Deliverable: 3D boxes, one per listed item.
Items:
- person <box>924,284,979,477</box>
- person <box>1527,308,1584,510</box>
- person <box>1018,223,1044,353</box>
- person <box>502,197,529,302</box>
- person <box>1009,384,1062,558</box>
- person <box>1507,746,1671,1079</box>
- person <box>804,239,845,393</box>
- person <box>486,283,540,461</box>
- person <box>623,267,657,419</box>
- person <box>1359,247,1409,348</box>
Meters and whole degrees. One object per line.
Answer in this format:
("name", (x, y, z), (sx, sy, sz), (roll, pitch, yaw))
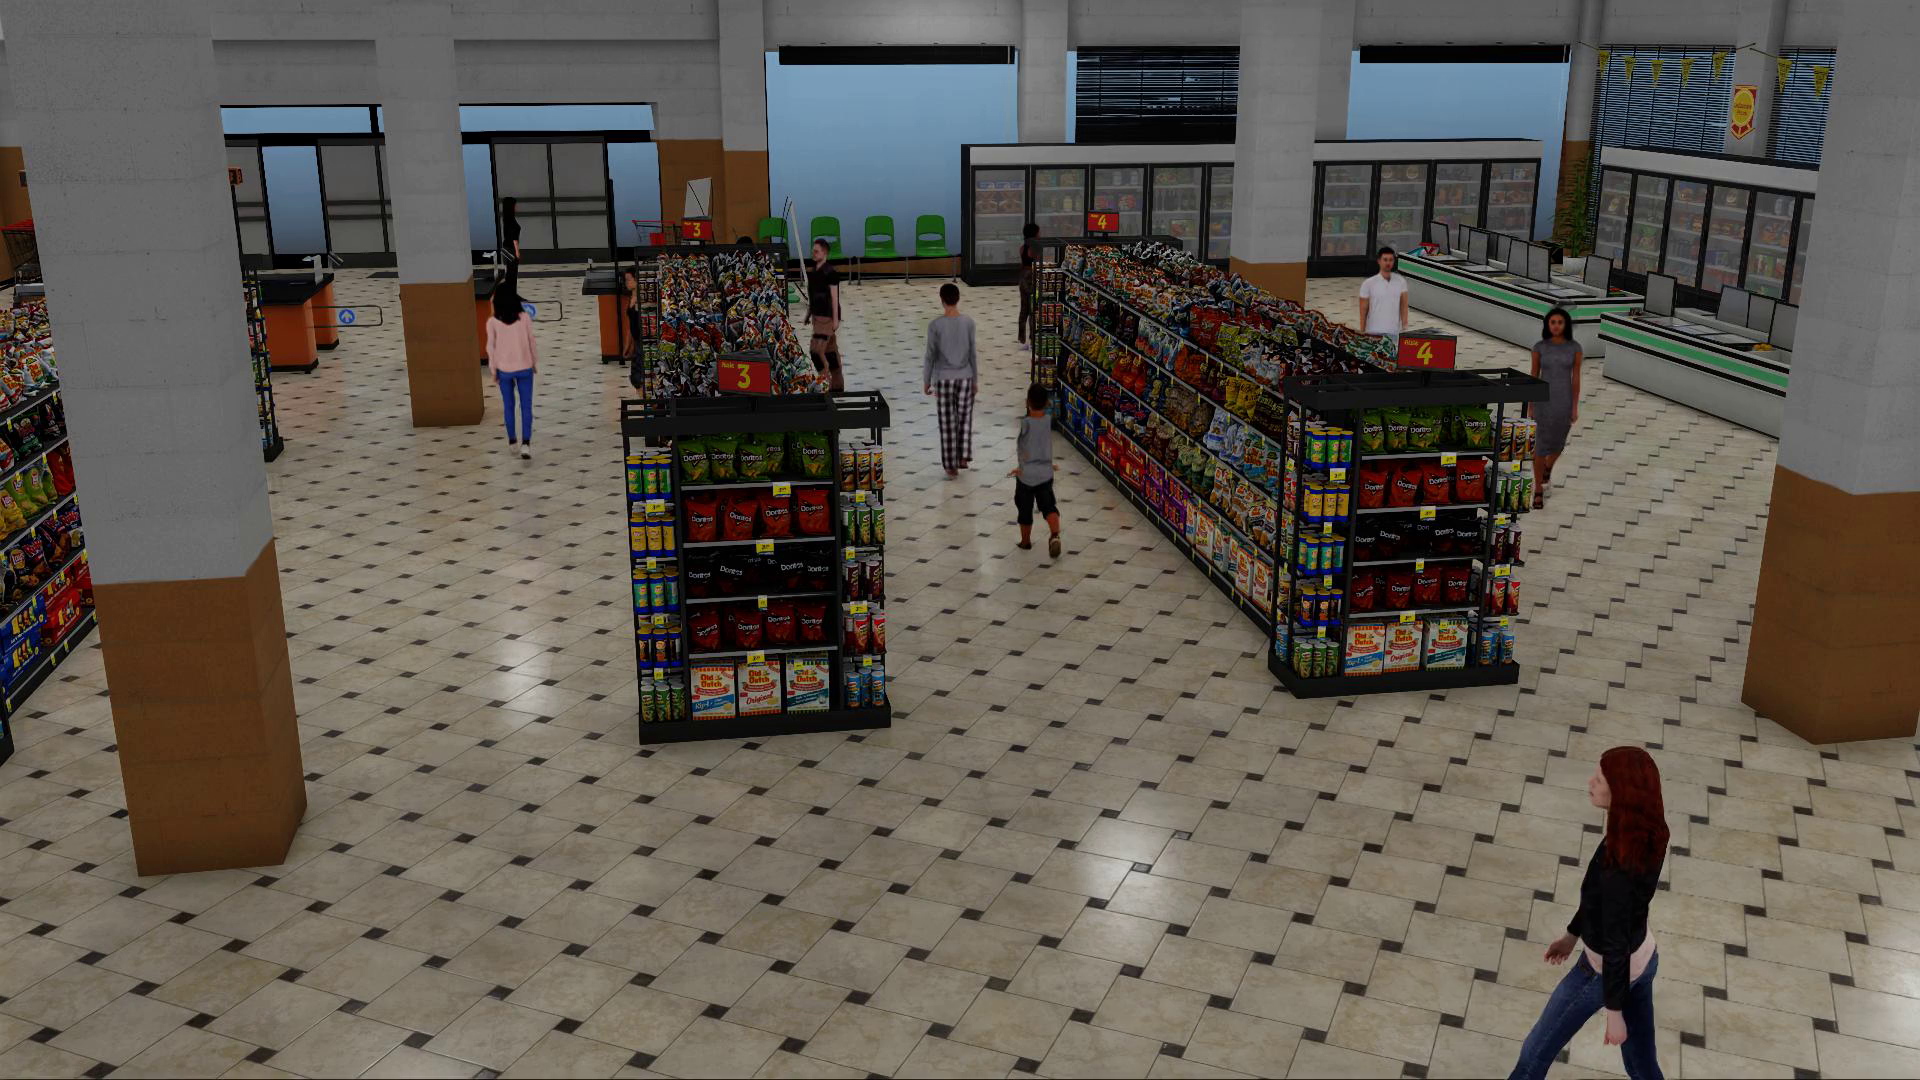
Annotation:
("person", (-0.044, -1.490, 15.739), (0.658, 1.840, 0.617), (-3, 17, -10))
("person", (5.304, -1.180, 14.868), (0.863, 1.753, 1.127), (4, 17, 14))
("person", (0.945, -3.377, 22.198), (0.707, 1.699, 0.588), (-11, 20, -32))
("person", (-7.109, -4.601, 26.329), (0.700, 1.641, 0.571), (-11, 20, -32))
("person", (0.637, -0.589, 13.456), (0.681, 1.444, 0.912), (-6, 18, -19))
("person", (2.363, 1.585, 5.793), (1.166, 1.735, 1.105), (12, 20, 34))
("person", (-1.482, -2.592, 19.401), (0.851, 1.822, 0.803), (-8, 19, -24))
("person", (-4.367, -1.634, 16.380), (0.644, 1.744, 1.005), (-3, 17, -11))
("person", (-3.314, -2.079, 17.906), (0.703, 1.708, 0.618), (-8, 19, -24))
("person", (4.690, -2.330, 18.550), (0.714, 1.815, 1.133), (-2, 17, -6))
